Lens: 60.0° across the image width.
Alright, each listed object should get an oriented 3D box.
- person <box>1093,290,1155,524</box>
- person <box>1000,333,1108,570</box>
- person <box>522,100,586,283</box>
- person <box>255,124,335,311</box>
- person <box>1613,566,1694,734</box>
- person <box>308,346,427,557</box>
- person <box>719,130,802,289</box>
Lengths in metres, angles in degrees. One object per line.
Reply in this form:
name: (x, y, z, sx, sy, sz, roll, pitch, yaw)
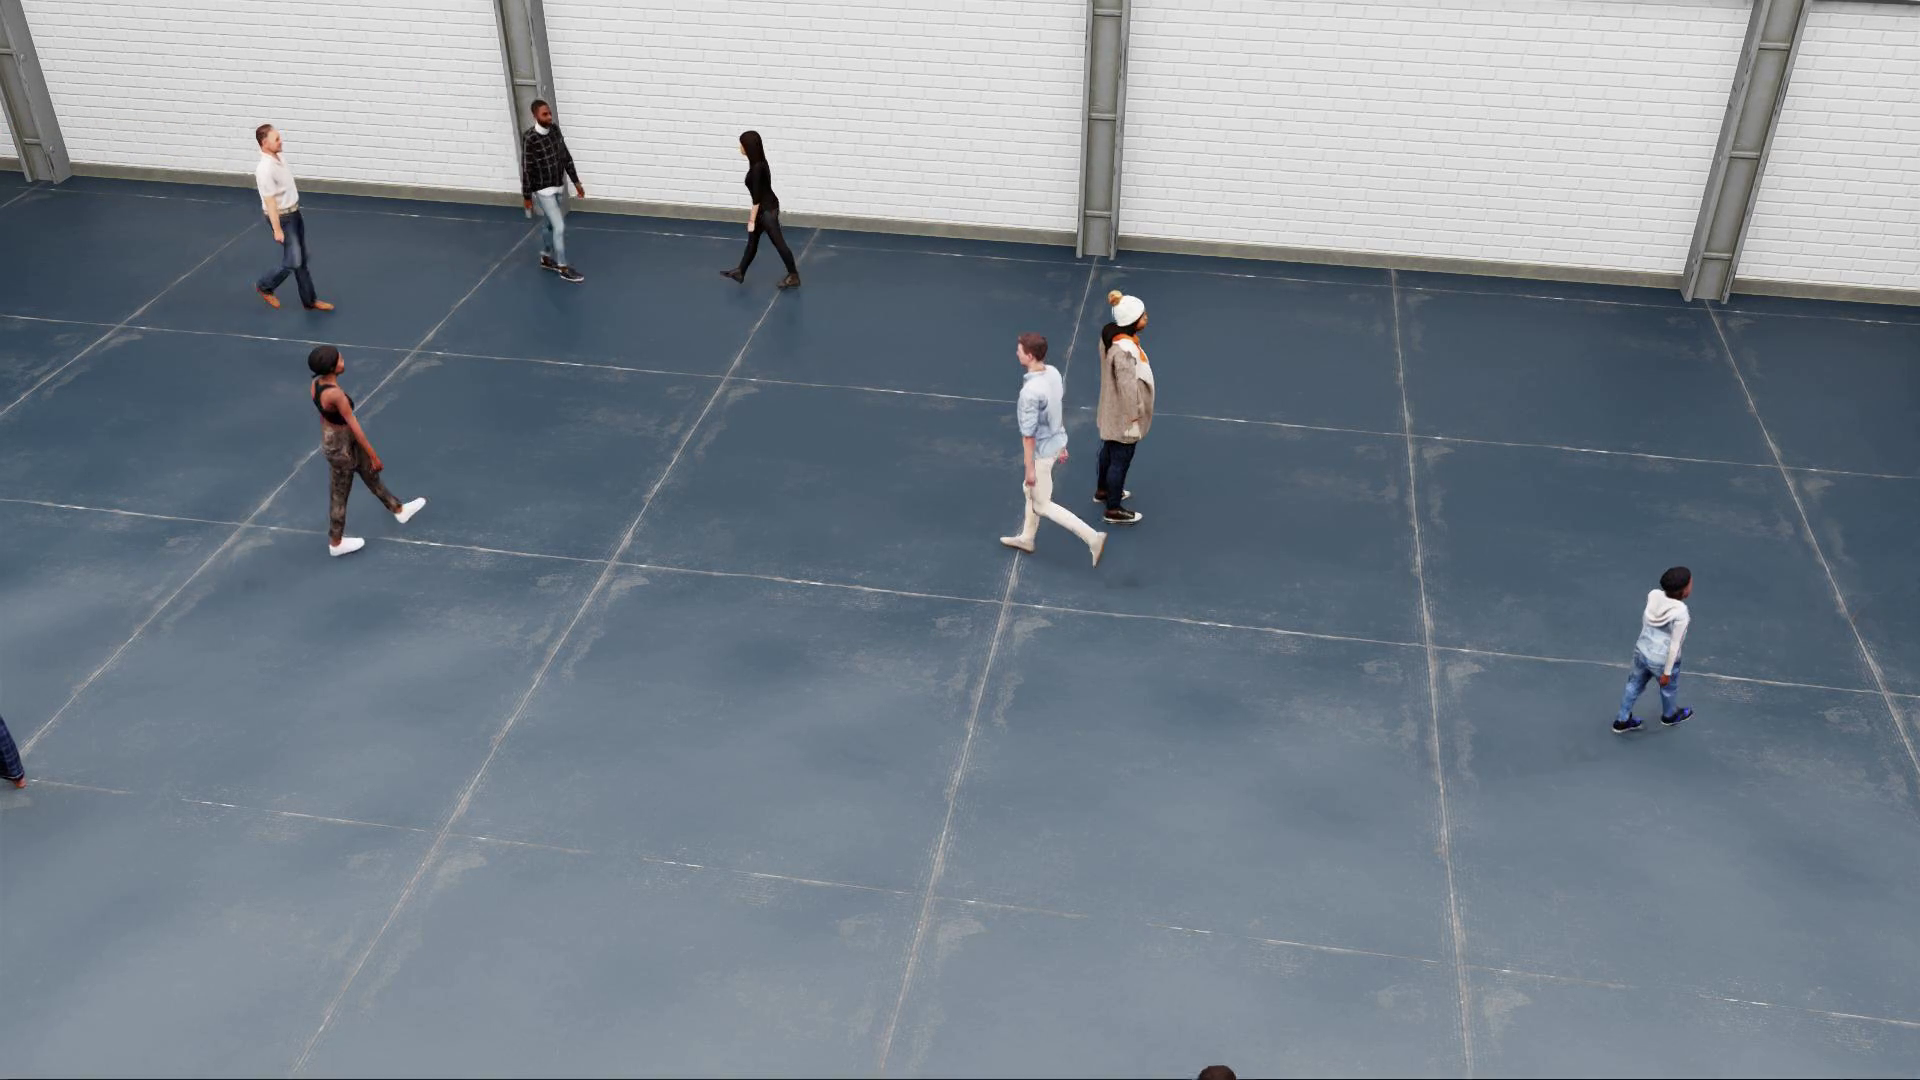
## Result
person: (1.194, -1.024, 12.602, 0.773, 1.890, 0.784, -5, 34, -7)
person: (0.700, -0.607, 12.048, 1.188, 1.808, 0.849, 14, 36, 20)
person: (-4.136, -3.476, 16.380, 0.972, 1.791, 0.829, 14, 36, 20)
person: (-6.439, -3.008, 15.633, 0.957, 1.838, 0.720, 2, 34, 3)
person: (4.379, 0.727, 10.552, 0.847, 1.242, 0.736, -14, 36, -20)
person: (-4.601, -0.612, 12.181, 1.070, 1.668, 1.056, -25, 41, -33)
person: (-1.792, -3.177, 16.096, 1.091, 1.607, 0.783, -2, 34, -3)
